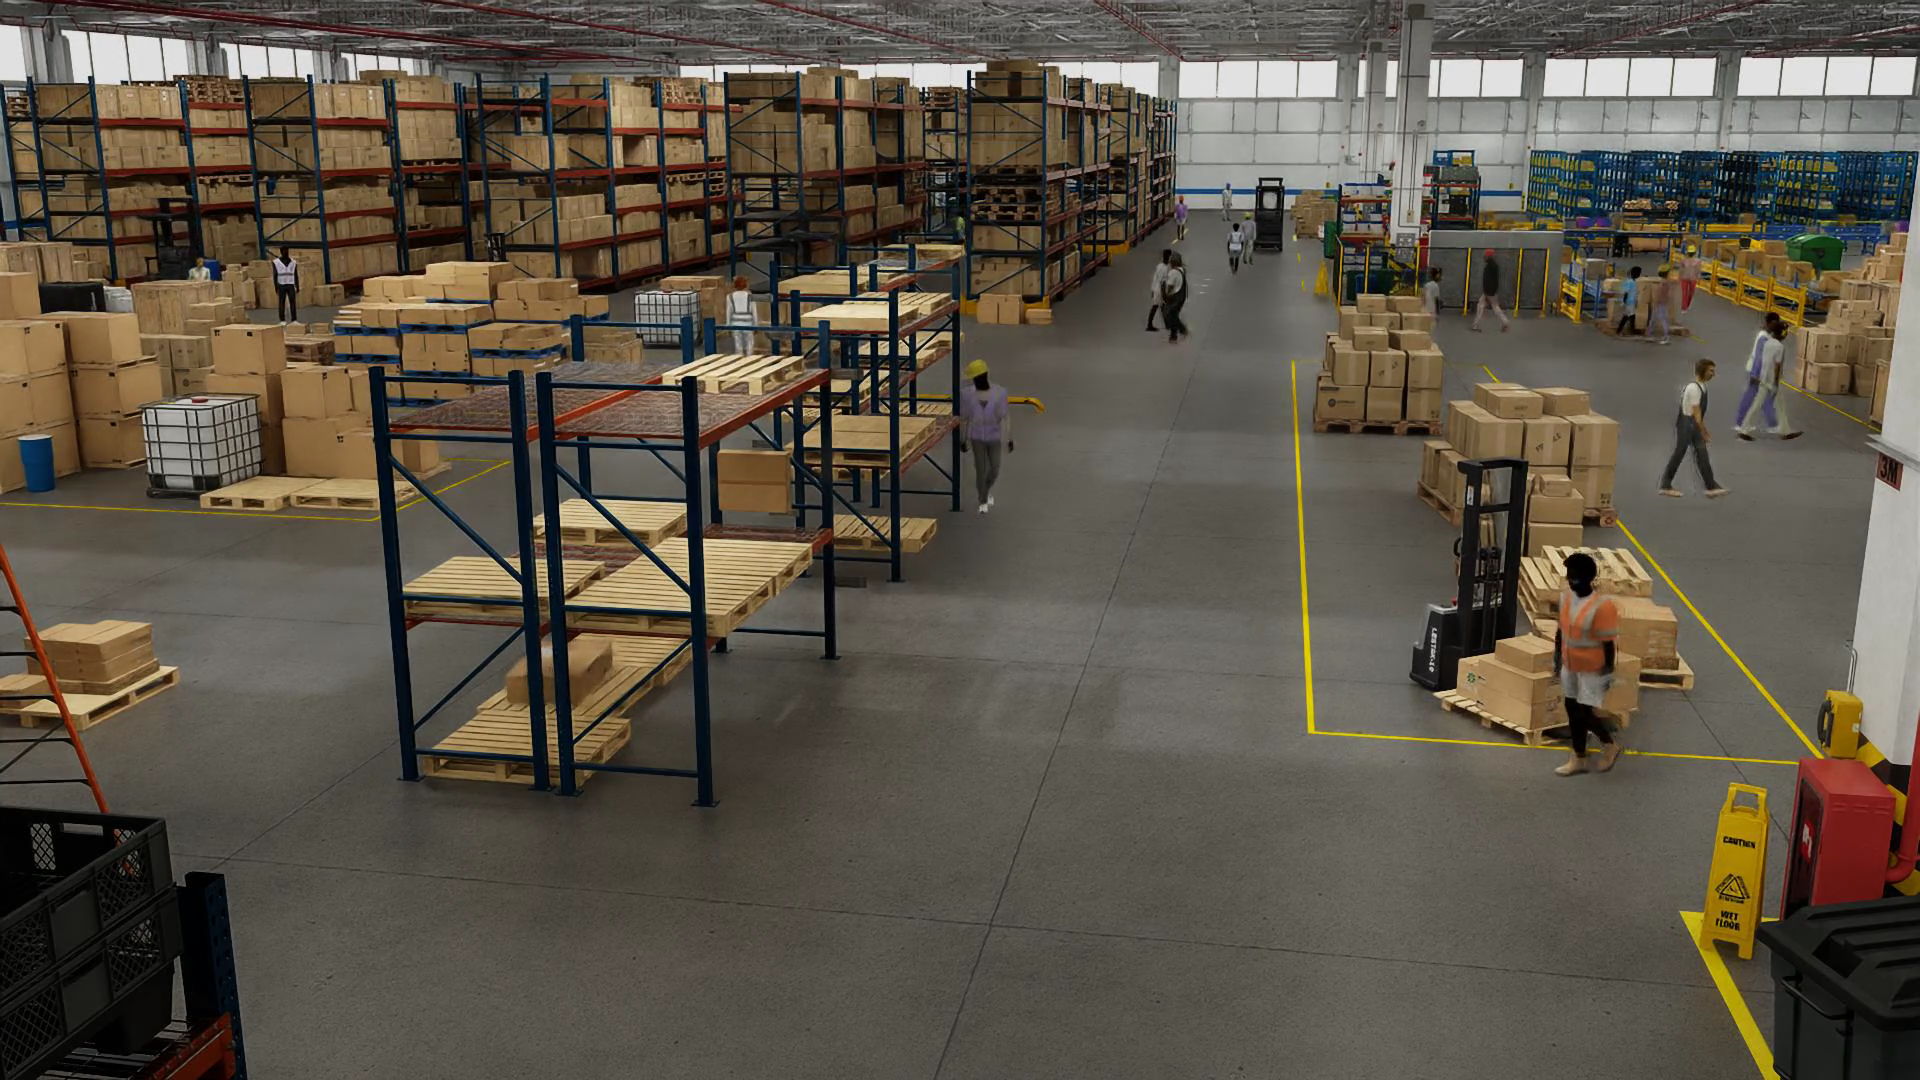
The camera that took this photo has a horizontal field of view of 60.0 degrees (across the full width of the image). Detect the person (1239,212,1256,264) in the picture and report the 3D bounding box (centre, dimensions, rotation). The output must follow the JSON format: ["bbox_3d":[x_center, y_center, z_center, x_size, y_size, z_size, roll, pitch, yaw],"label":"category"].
[{"bbox_3d":[10.125,-10.630,58.544,0.615,1.816,0.538,1,14,6],"label":"person"}]

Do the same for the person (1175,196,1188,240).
[{"bbox_3d":[9.478,-13.801,71.289,0.556,1.886,1.004,1,14,5],"label":"person"}]

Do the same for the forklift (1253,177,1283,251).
[{"bbox_3d":[12.083,-12.747,64.956,1.129,2.768,1.873,3,14,10],"label":"forklift"}]

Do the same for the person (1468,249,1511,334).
[{"bbox_3d":[12.311,-5.747,38.457,0.624,1.962,0.979,-11,18,-39],"label":"person"}]

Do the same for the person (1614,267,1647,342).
[{"bbox_3d":[14.999,-5.235,36.959,0.812,1.655,0.564,9,16,32],"label":"person"}]

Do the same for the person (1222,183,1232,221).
[{"bbox_3d":[13.880,-17.540,86.338,0.618,1.944,0.397,-7,16,-28],"label":"person"}]

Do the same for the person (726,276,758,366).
[{"bbox_3d":[-4.210,-4.178,32.259,0.606,1.859,0.774,0,14,0],"label":"person"}]

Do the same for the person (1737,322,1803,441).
[{"bbox_3d":[12.242,-2.379,25.071,1.005,1.814,0.537,-3,14,-11],"label":"person"}]

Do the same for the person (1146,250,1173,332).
[{"bbox_3d":[4.756,-5.796,38.721,0.866,1.912,0.600,0,14,0],"label":"person"}]

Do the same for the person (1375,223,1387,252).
[{"bbox_3d":[14.536,-10.228,57.373,0.534,1.608,0.532,-6,15,-23],"label":"person"}]

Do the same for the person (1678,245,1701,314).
[{"bbox_3d":[18.760,-6.721,42.814,0.532,1.744,0.620,4,14,17],"label":"person"}]

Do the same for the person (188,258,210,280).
[{"bbox_3d":[-18.351,-6.002,40.181,0.520,1.608,0.415,-11,18,-38],"label":"person"}]

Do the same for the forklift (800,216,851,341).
[{"bbox_3d":[-2.935,-5.572,35.828,1.129,2.768,1.873,3,14,10],"label":"forklift"}]

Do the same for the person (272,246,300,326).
[{"bbox_3d":[-16.260,-6.144,40.155,0.592,1.910,0.386,-11,18,-38],"label":"person"}]

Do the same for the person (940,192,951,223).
[{"bbox_3d":[-0.742,-17.053,84.431,0.551,1.914,0.739,0,14,-1],"label":"person"}]

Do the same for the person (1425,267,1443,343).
[{"bbox_3d":[9.790,-4.726,34.503,0.440,1.859,0.526,-1,14,-4],"label":"person"}]

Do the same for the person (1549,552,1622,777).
[{"bbox_3d":[4.505,0.903,11.999,0.404,1.676,0.555,-5,15,-19],"label":"person"}]

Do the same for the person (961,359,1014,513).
[{"bbox_3d":[0.344,-1.287,20.441,0.684,1.898,0.453,0,14,2],"label":"person"}]

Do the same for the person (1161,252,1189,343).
[{"bbox_3d":[4.745,-5.317,36.519,0.674,2.000,0.689,9,16,31],"label":"person"}]

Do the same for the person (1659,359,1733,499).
[{"bbox_3d":[9.391,-1.387,21.057,0.939,1.795,0.506,10,17,36],"label":"person"}]

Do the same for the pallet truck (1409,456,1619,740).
[{"bbox_3d":[4.504,0.400,13.395,0.823,1.965,1.885,-6,15,-23],"label":"pallet truck"}]

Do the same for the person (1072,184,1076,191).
[{"bbox_3d":[6.336,-18.783,91.778,0.446,1.749,0.555,2,14,7],"label":"person"}]

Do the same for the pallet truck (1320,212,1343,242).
[{"bbox_3d":[15.874,-13.227,70.310,0.680,1.201,1.601,10,17,35],"label":"pallet truck"}]

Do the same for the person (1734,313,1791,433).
[{"bbox_3d":[12.537,-2.585,25.761,0.885,1.868,0.628,7,15,25],"label":"person"}]

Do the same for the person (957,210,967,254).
[{"bbox_3d":[-0.030,-11.699,63.194,0.504,1.664,0.589,-2,14,-8],"label":"person"}]

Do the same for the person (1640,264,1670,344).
[{"bbox_3d":[15.307,-5.176,36.558,0.734,1.743,0.533,6,15,22],"label":"person"}]

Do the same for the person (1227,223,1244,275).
[{"bbox_3d":[8.969,-9.473,54.129,0.540,1.683,0.419,1,14,3],"label":"person"}]

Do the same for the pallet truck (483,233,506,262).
[{"bbox_3d":[-11.832,-7.026,43.548,1.885,1.965,0.823,8,16,28],"label":"pallet truck"}]

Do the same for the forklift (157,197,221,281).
[{"bbox_3d":[-21.319,-7.972,45.570,1.129,2.768,1.873,3,14,10],"label":"forklift"}]
